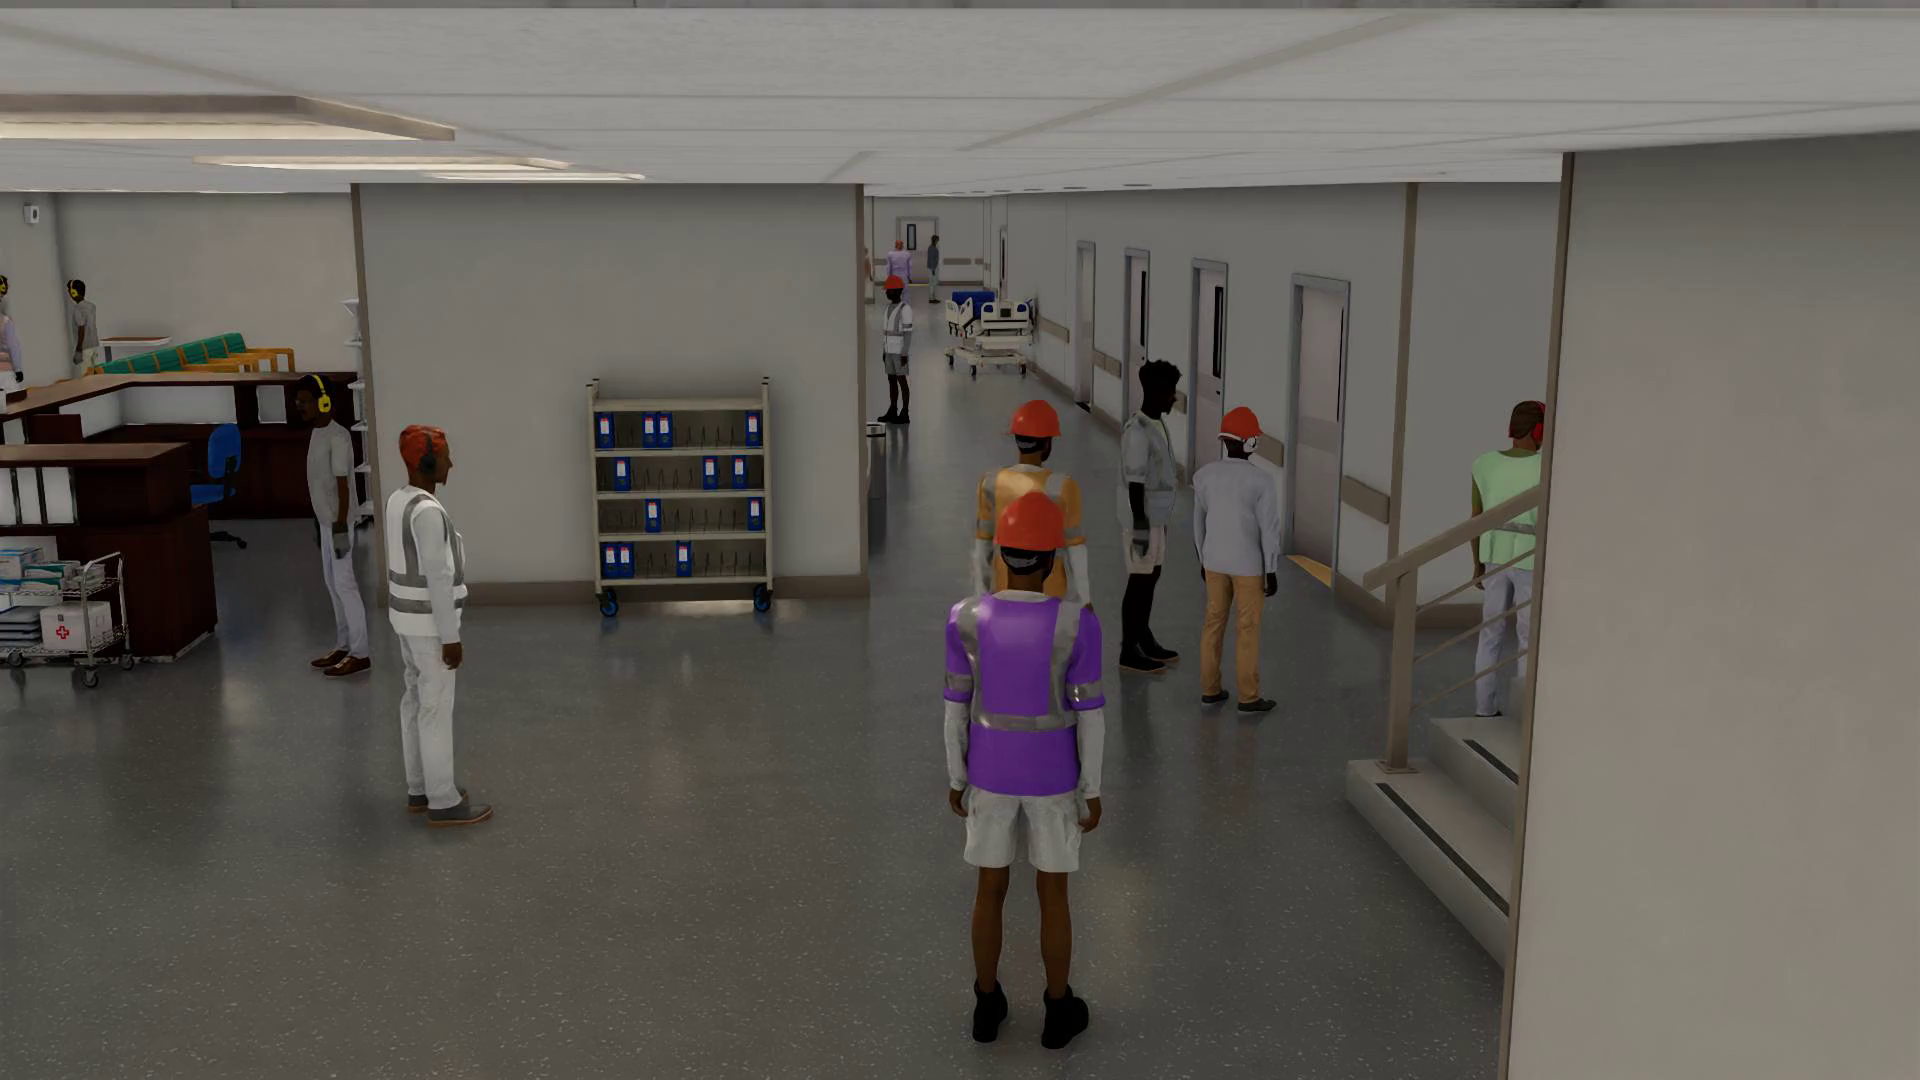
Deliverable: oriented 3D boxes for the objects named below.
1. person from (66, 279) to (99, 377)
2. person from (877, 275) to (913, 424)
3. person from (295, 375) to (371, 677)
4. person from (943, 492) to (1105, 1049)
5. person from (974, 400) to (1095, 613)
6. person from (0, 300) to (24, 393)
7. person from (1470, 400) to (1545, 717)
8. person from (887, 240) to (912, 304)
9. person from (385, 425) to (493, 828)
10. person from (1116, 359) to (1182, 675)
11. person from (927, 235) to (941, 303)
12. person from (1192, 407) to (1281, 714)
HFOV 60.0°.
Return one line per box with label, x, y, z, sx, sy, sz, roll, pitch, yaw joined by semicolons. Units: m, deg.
person;-11.698;-2.544;22.232;0.328;1.865;0.521;-1;12;-3
person;-0.850;-2.486;21.765;0.357;1.938;0.542;-9;14;-36
person;-3.875;-0.092;10.260;0.326;1.862;0.509;-8;14;-35
person;0.226;0.795;5.729;0.553;1.935;0.361;3;12;14
person;0.398;0.243;8.461;0.563;1.917;0.560;8;14;33
person;-11.424;-2.027;19.759;0.627;1.844;0.429;1;12;5
person;3.039;0.158;9.089;0.388;1.837;0.564;-11;16;-44
person;-1.541;-6.670;42.288;0.655;1.906;0.407;-1;12;-6
person;-2.476;0.401;7.788;0.355;1.884;0.572;-8;14;-34
person;1.167;-0.146;10.294;0.385;1.955;0.608;4;12;19
person;-0.747;-7.684;47.194;0.384;1.930;0.634;1;12;5
person;1.586;0.115;9.493;0.561;1.756;0.318;11;16;43
